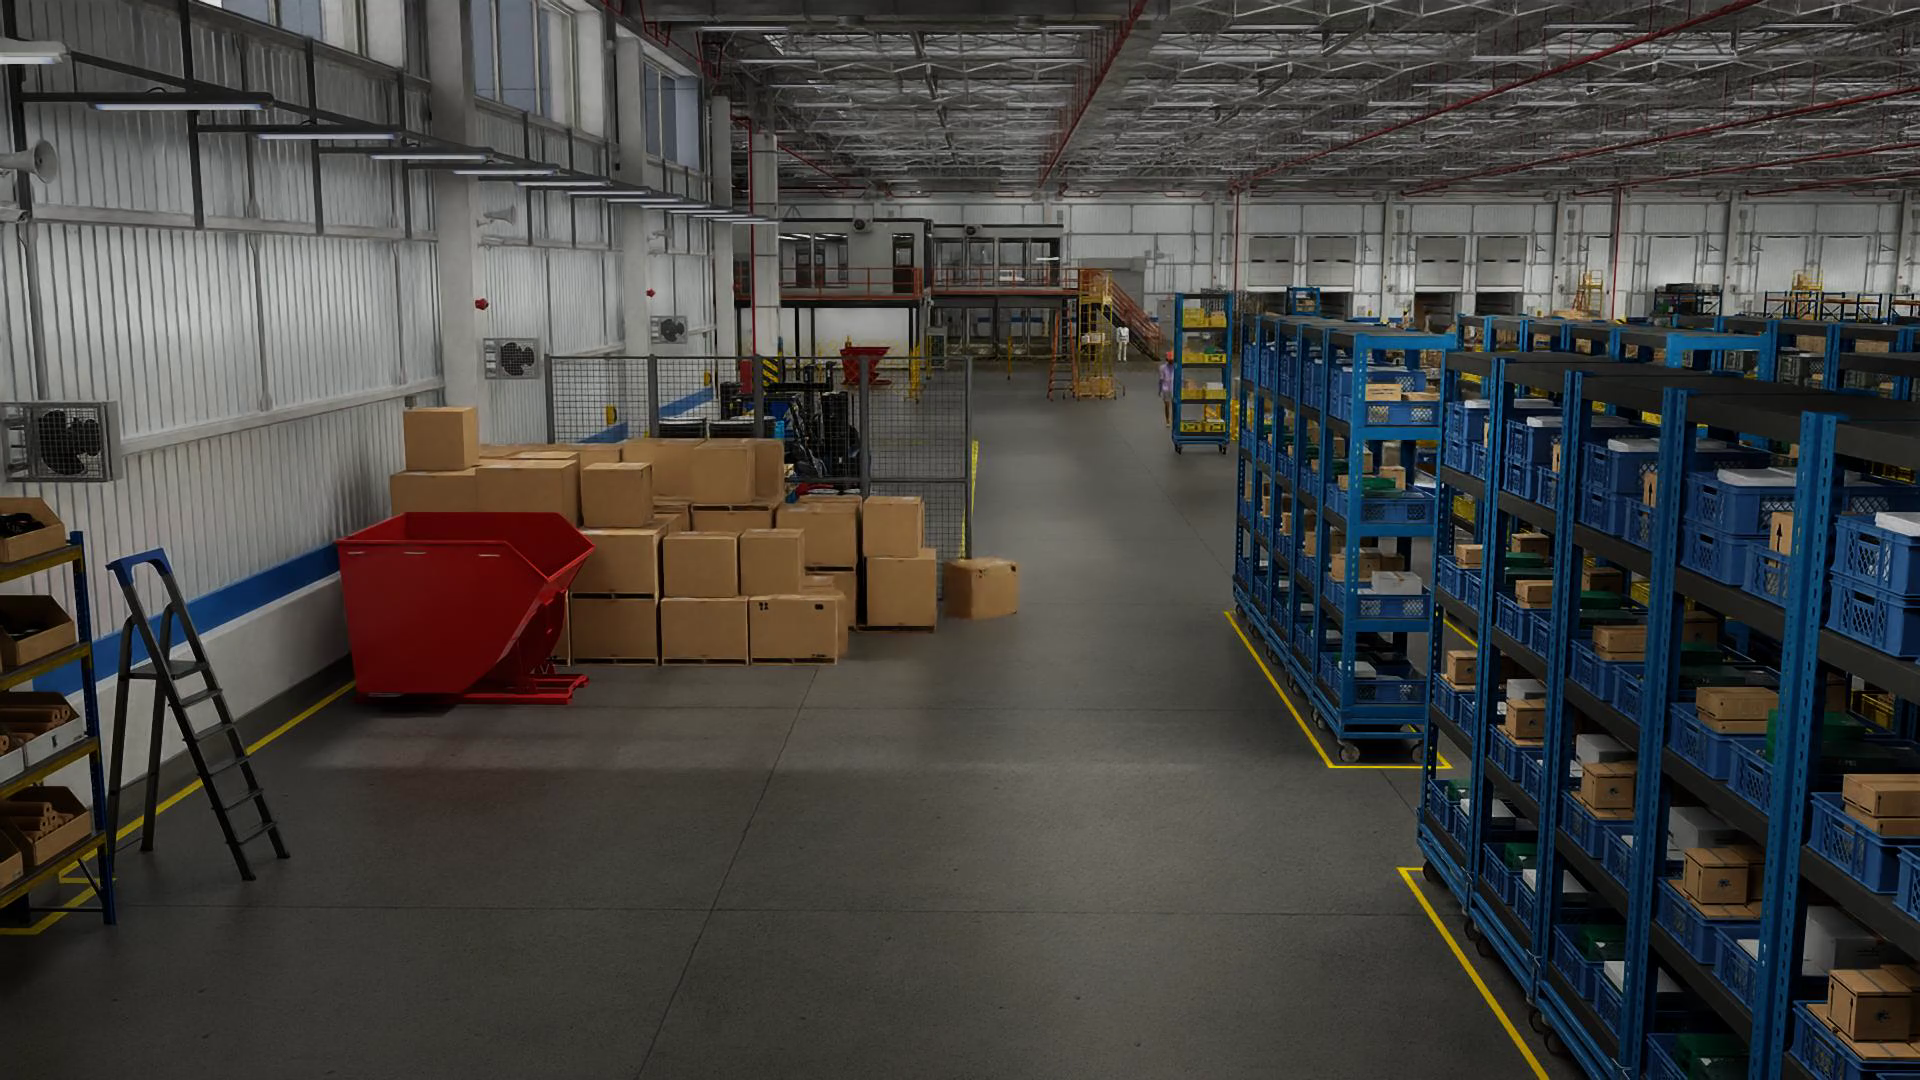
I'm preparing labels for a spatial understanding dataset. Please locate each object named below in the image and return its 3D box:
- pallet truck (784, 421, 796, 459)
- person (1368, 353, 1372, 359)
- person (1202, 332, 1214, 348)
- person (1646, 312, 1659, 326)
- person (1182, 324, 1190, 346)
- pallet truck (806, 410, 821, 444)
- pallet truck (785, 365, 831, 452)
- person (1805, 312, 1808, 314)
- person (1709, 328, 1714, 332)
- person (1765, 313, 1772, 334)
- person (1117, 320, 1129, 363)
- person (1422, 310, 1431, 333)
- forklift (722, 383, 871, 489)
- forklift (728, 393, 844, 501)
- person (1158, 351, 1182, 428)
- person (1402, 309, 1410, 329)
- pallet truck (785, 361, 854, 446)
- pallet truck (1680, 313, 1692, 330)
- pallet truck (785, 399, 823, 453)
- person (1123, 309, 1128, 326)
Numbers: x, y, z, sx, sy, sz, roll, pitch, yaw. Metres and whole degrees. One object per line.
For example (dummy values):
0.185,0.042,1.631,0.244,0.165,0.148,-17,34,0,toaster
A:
-4.013,-1.793,32.705,1.601,1.201,0.680,0,9,1,pallet truck
12.988,-5.228,52.096,0.403,1.820,0.595,-3,10,-18,person
11.460,-9.319,77.053,0.614,1.903,0.517,8,12,40,person
35.488,-10.724,85.299,1.007,2.000,0.694,-5,10,-26,person
11.056,-10.080,81.855,0.599,1.867,0.410,-2,9,-10,person
-3.559,-2.018,33.905,1.522,1.261,0.704,0,9,-1,pallet truck
-3.774,-2.976,37.635,1.885,1.965,0.823,1,9,5,pallet truck
44.793,-11.145,88.257,0.367,1.933,0.633,1,9,5,person
33.354,-8.835,73.976,0.375,1.934,0.548,1,9,7,person
42.895,-11.096,88.201,0.429,1.846,0.626,2,9,13,person
7.262,-8.844,74.193,0.572,1.883,0.356,-2,10,-15,person
26.958,-12.392,96.267,0.971,1.823,0.517,-1,9,-4,person
-2.893,-1.687,28.729,2.680,1.987,1.157,0,9,-1,forklift
-2.979,-1.316,26.476,2.680,1.987,1.157,0,9,1,forklift
5.472,-3.899,43.297,0.619,2.007,0.909,1,9,6,person
25.250,-12.124,94.323,0.587,1.918,0.395,-5,11,-31,person
-3.410,-3.193,38.978,1.885,1.965,0.823,0,9,-1,pallet truck
36.315,-10.531,84.244,0.823,1.965,1.885,-6,11,-33,pallet truck
-3.814,-2.432,36.419,1.630,1.274,0.653,0,9,1,pallet truck
9.629,-12.454,96.510,0.991,1.874,0.606,-2,9,-14,person
